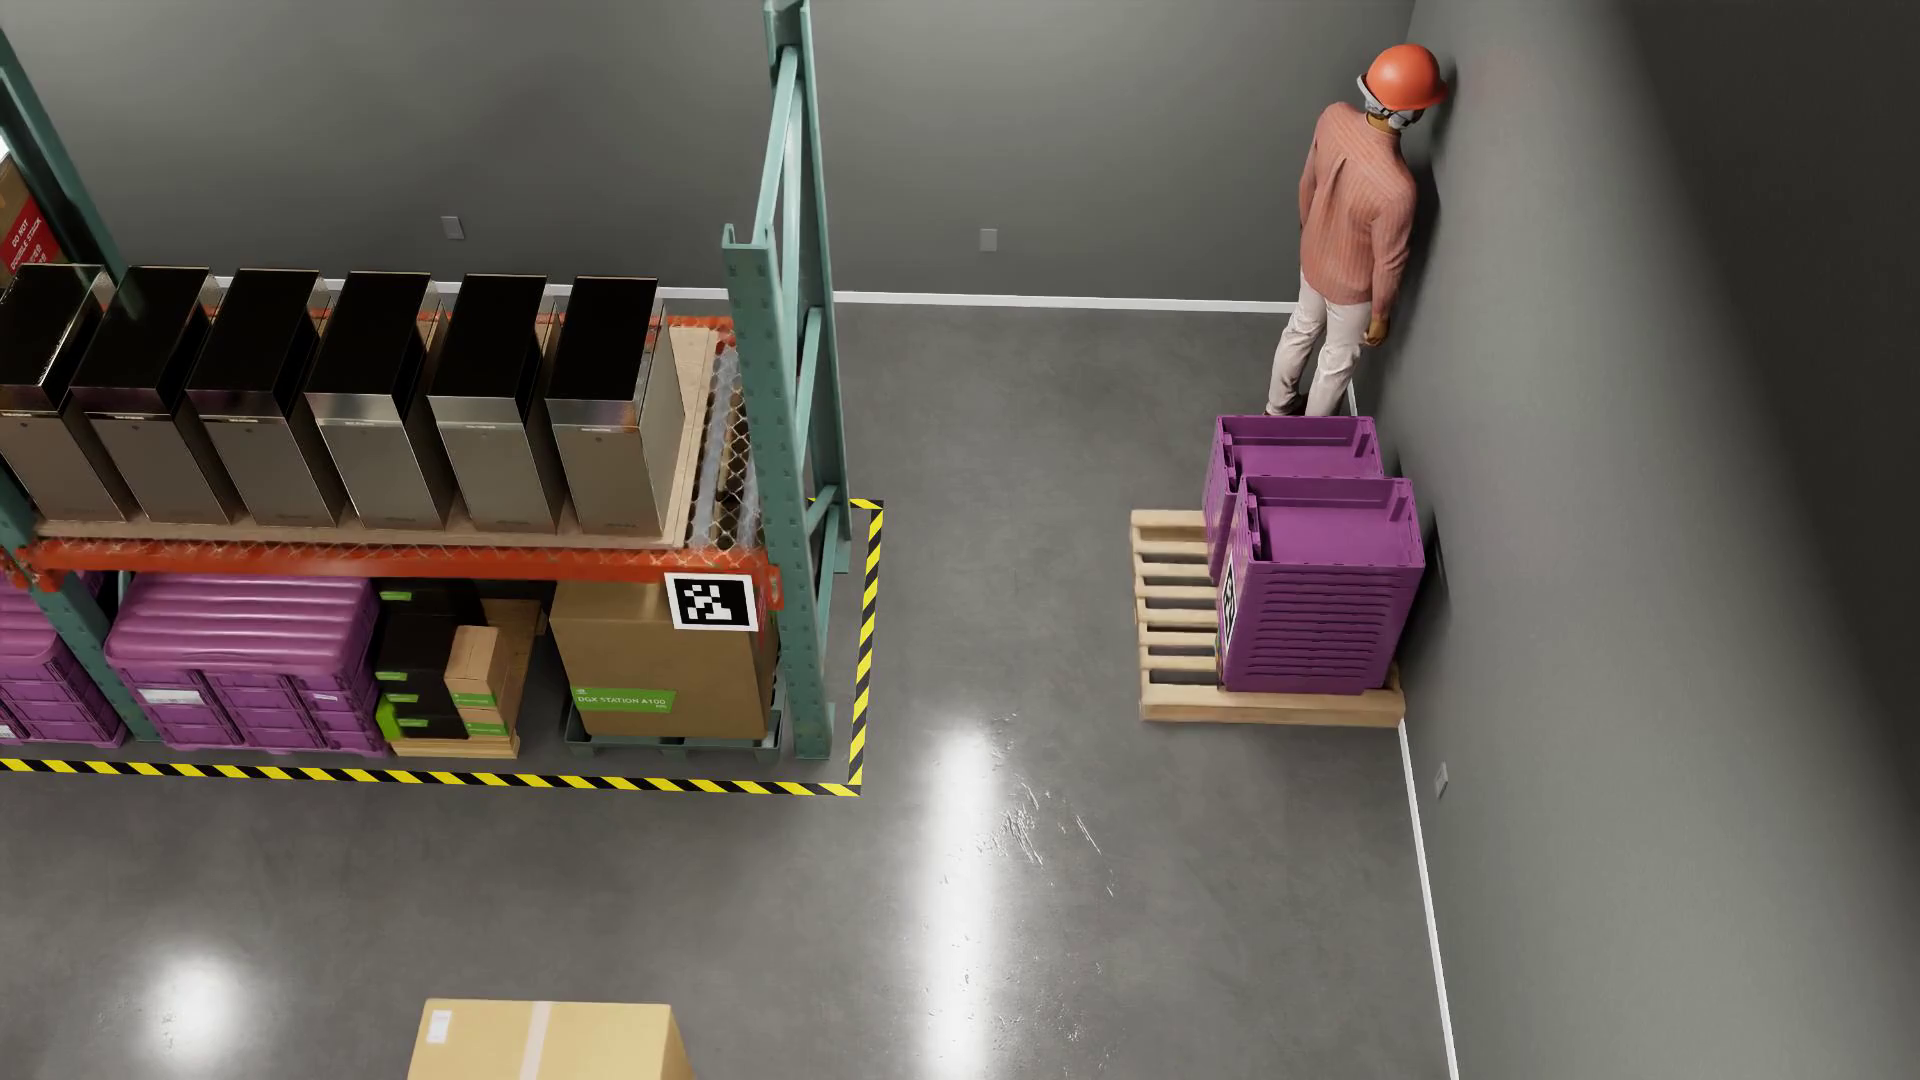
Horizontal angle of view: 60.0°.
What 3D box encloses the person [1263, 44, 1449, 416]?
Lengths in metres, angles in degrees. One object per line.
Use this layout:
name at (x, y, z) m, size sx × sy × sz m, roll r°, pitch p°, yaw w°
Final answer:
person at (1.528, -1.068, 6.499) m, size 0.396 × 1.992 × 0.623 m, roll -18°, pitch 54°, yaw -13°
